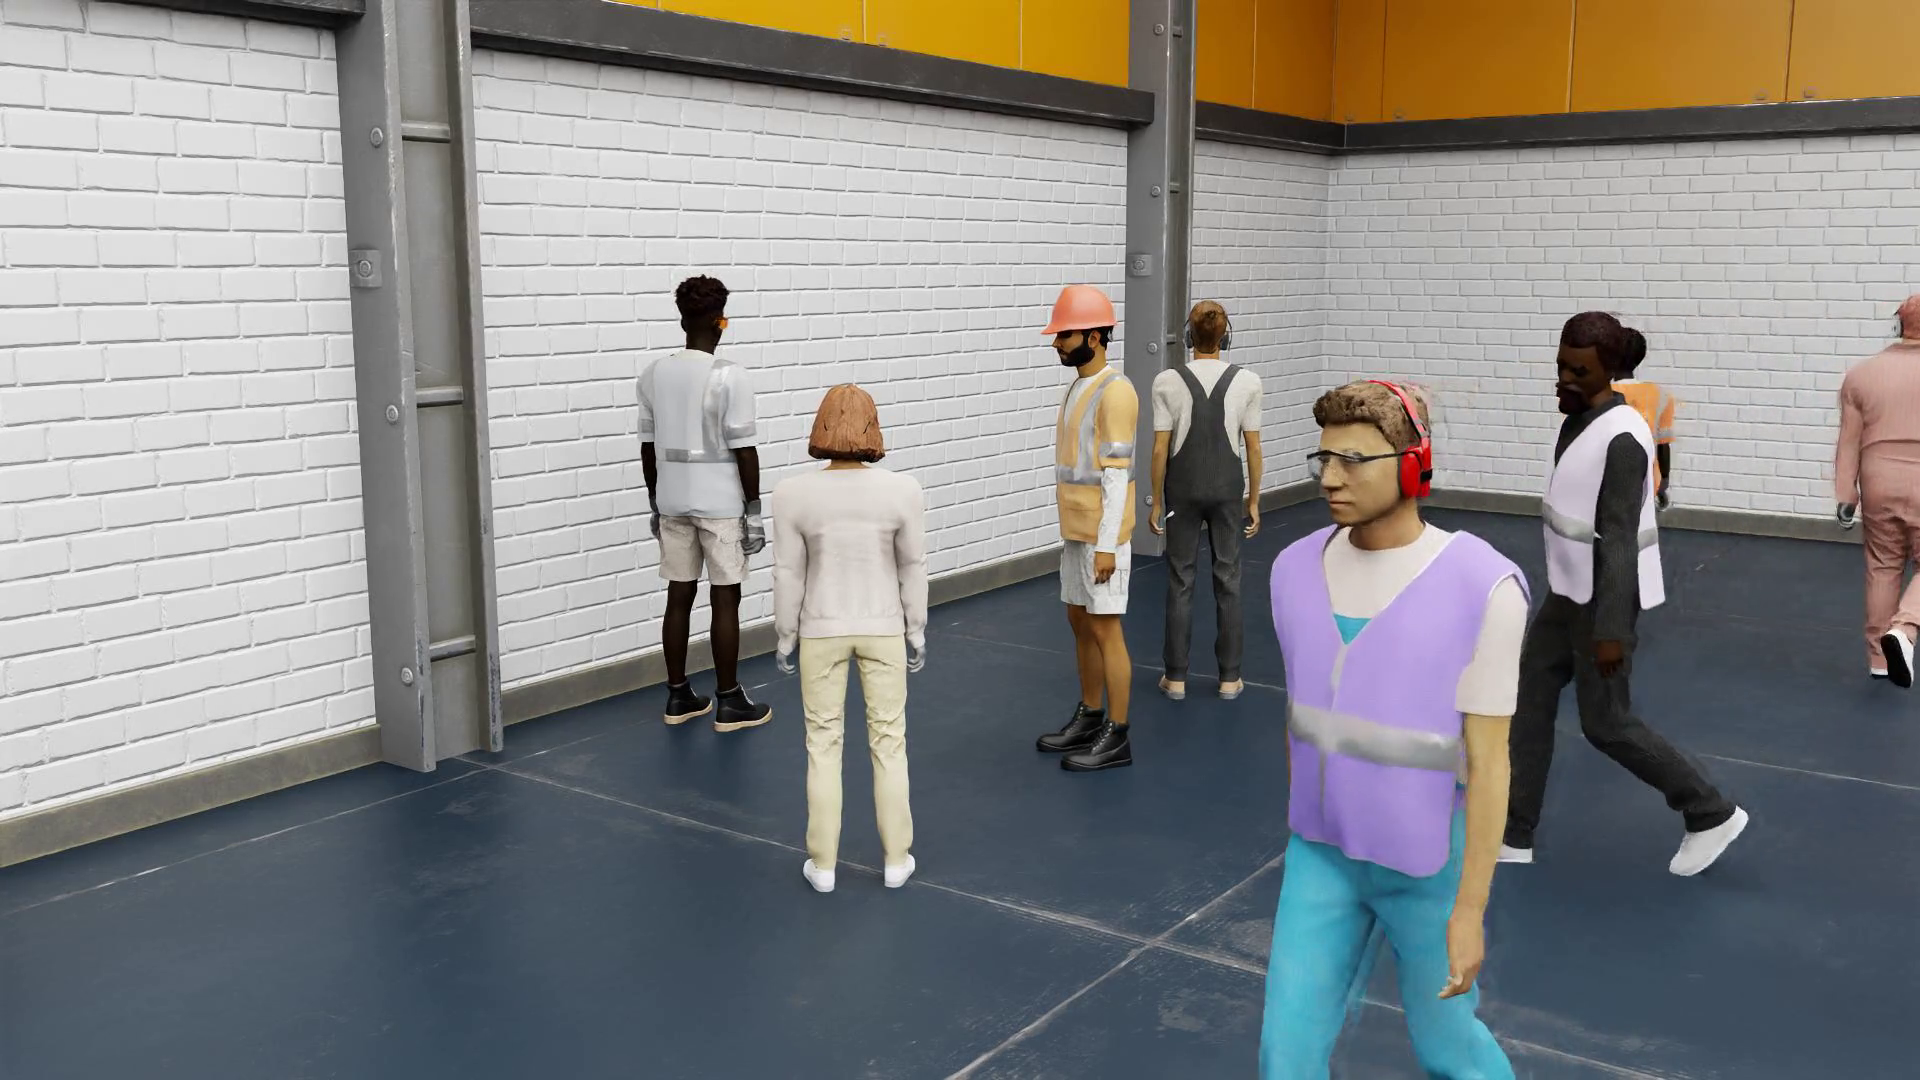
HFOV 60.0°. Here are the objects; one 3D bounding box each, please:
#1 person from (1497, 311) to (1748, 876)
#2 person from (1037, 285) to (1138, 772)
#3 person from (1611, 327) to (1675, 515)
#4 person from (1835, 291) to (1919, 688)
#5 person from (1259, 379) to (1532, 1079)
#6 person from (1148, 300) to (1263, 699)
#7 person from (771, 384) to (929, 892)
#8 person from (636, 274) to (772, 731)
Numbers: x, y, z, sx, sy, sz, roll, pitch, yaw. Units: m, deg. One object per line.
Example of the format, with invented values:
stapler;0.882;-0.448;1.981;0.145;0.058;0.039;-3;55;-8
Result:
person;2.109;0.193;5.403;0.883;1.876;0.607;1;10;4
person;0.505;-0.046;6.659;0.376;1.931;0.542;-3;10;-17
person;3.399;-0.278;8.744;0.558;1.671;0.655;-2;10;-13
person;4.462;-0.226;7.843;0.657;1.884;0.650;-9;13;-43
person;0.853;0.590;3.214;0.890;1.817;0.575;-8;12;-40
person;1.128;-0.177;7.672;0.513;1.845;0.335;1;10;3
person;-0.350;0.320;5.341;0.498;1.634;0.278;-1;10;-5
person;-1.100;-0.155;7.183;0.613;1.964;0.361;5;11;29
